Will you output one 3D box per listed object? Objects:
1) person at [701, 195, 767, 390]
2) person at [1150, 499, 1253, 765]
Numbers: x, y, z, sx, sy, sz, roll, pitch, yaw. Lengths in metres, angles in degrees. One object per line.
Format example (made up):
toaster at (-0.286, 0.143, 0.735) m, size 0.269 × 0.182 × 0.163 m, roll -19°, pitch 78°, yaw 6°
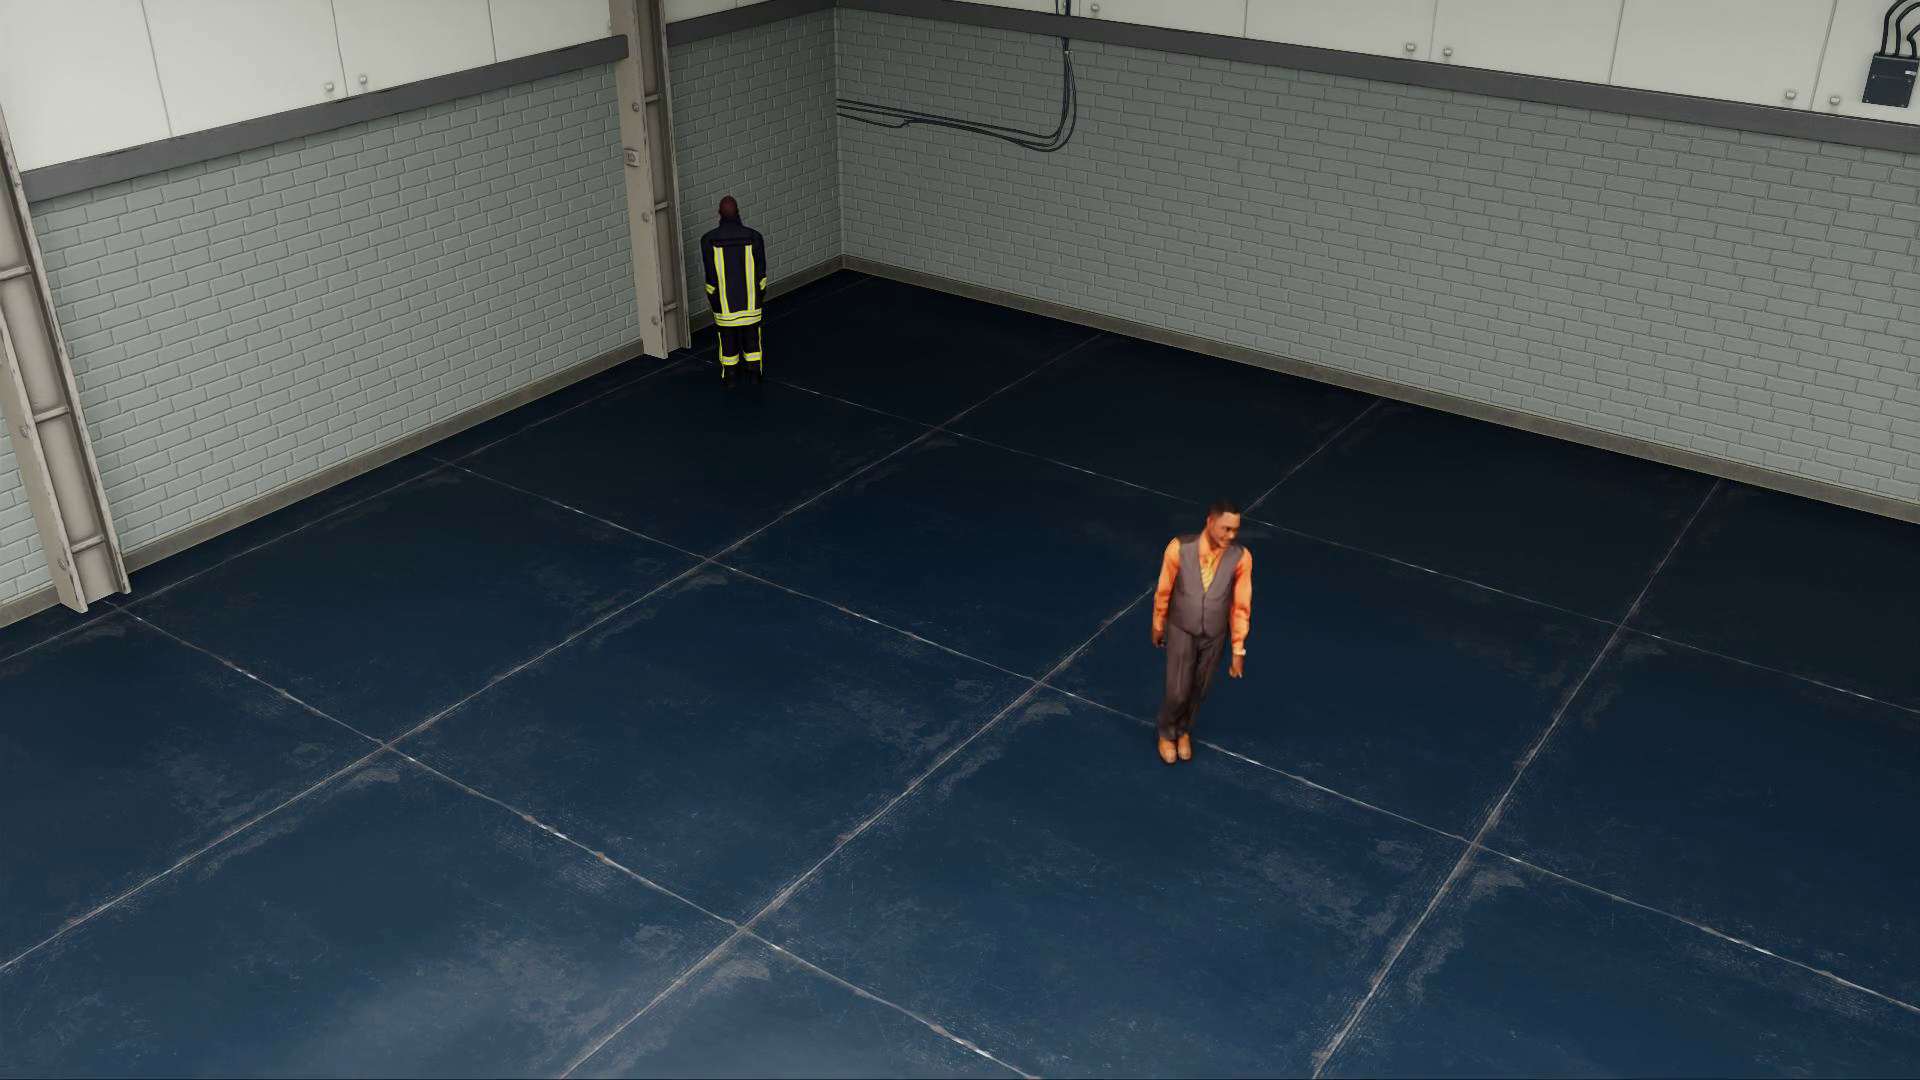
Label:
person at (-2.074, -2.313, 15.409) m, size 0.851 × 1.820 × 0.920 m, roll -6°, pitch 29°, yaw -11°
person at (1.392, 0.534, 10.013) m, size 0.888 × 1.866 × 0.938 m, roll 6°, pitch 29°, yaw 12°
